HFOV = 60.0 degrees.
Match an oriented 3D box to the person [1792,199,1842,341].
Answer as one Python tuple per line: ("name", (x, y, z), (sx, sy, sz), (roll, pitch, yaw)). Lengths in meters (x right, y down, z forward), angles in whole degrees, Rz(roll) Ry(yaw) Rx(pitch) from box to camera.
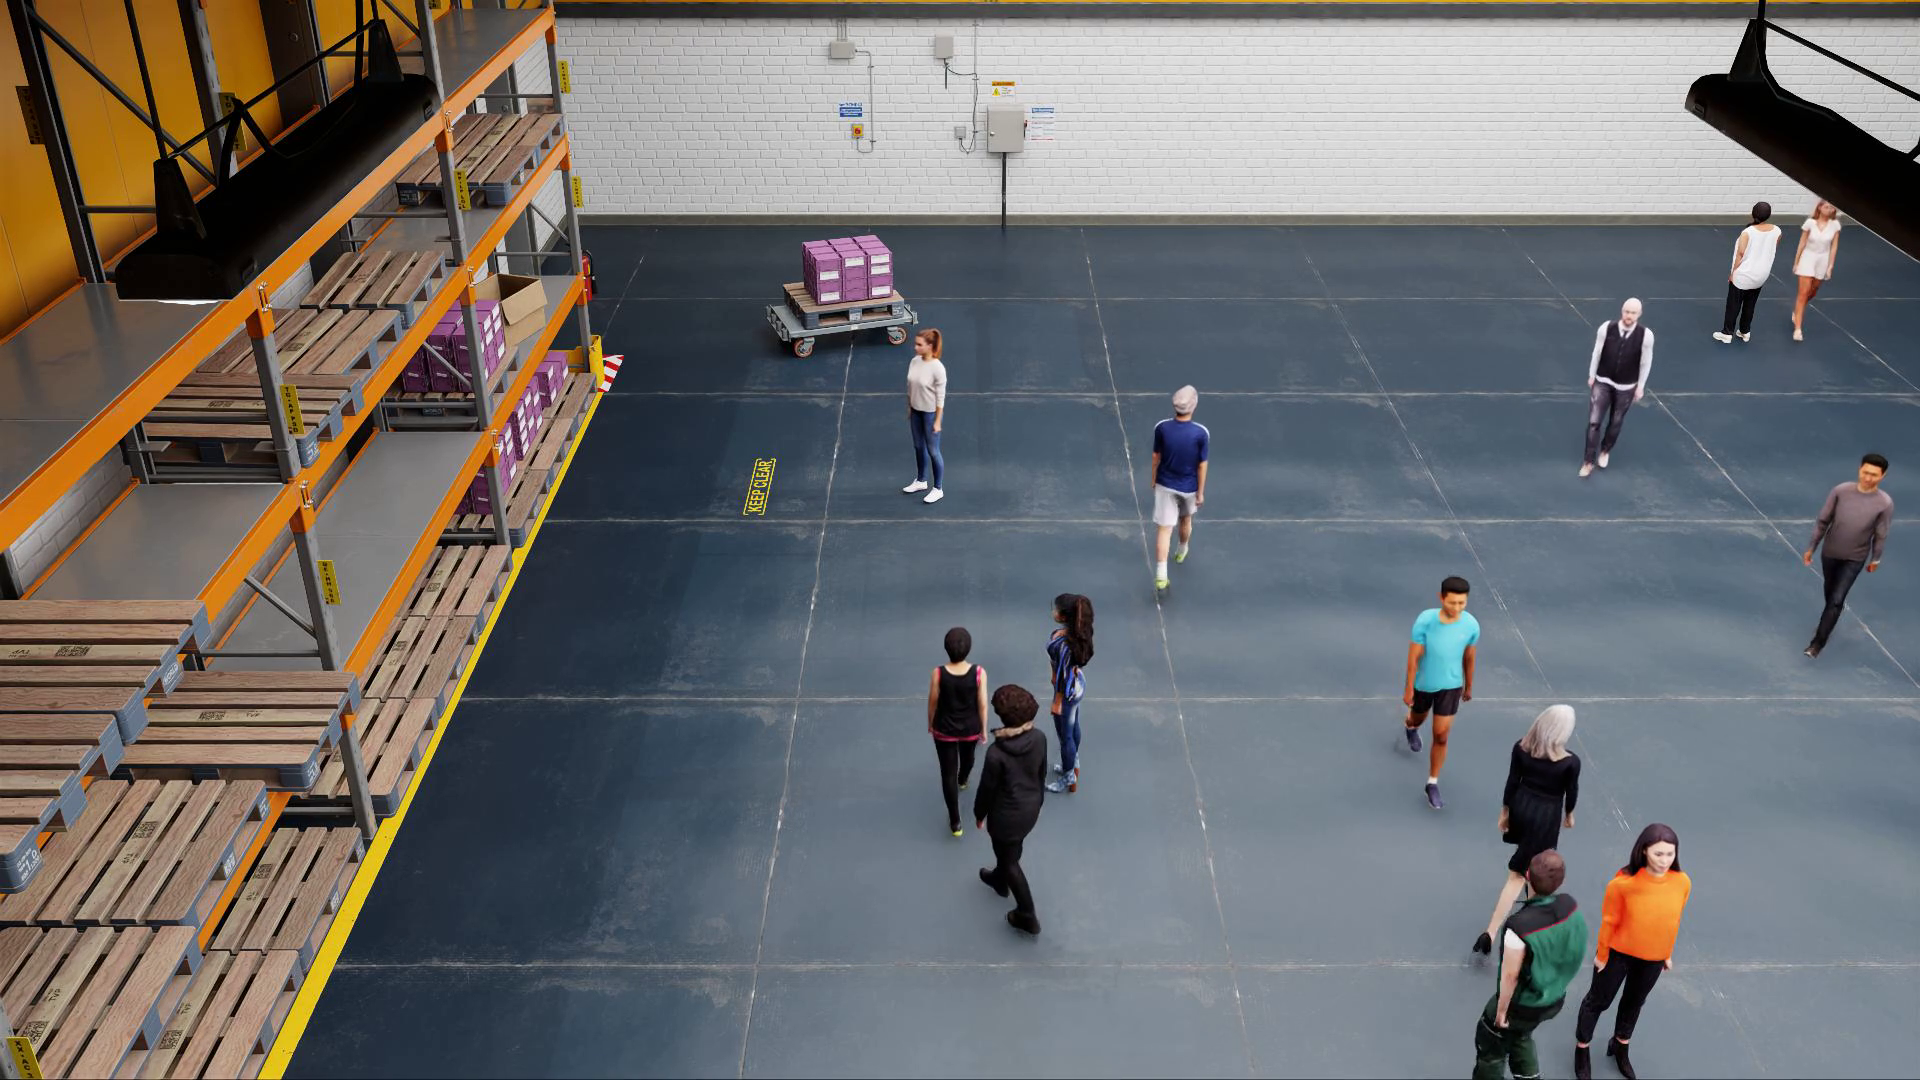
("person", (10.095, -3.258, 19.675), (0.785, 1.662, 1.173), (7, 29, 13))

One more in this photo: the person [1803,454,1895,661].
("person", (7.194, 0.089, 13.477), (1.183, 1.722, 1.131), (4, 29, 7))

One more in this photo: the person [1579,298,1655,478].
("person", (6.479, -1.545, 16.393), (0.943, 1.798, 1.076), (12, 31, 22))

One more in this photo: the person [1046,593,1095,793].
("person", (0.761, 1.070, 11.792), (0.722, 1.614, 0.576), (8, 30, 14))

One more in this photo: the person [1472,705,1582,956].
("person", (3.532, 1.834, 10.315), (1.114, 1.686, 1.225), (22, 35, 34))

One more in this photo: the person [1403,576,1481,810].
("person", (3.353, 0.980, 11.819), (0.735, 1.745, 1.128), (2, 29, 4))

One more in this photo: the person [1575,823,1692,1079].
("person", (3.778, 2.319, 9.361), (0.628, 1.748, 0.563), (-2, 29, -4))

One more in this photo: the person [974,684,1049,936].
("person", (0.370, 1.724, 10.447), (0.959, 1.752, 1.073), (-19, 34, -31))

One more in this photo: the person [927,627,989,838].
("person", (-0.018, 1.332, 11.418), (0.607, 1.511, 1.007), (-3, 29, -5))

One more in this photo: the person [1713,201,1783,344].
("person", (9.204, -3.138, 19.429), (0.702, 1.688, 0.663), (-5, 29, -10))

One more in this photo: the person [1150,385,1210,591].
("person", (1.855, -0.418, 14.327), (0.830, 1.798, 1.260), (6, 29, 12))

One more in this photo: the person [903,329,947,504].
("person", (-0.316, -1.198, 15.839), (0.745, 1.719, 0.673), (-23, 36, -36))

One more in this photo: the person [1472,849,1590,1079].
("person", (3.120, 2.475, 9.007), (0.779, 1.813, 0.826), (-17, 33, -28))
